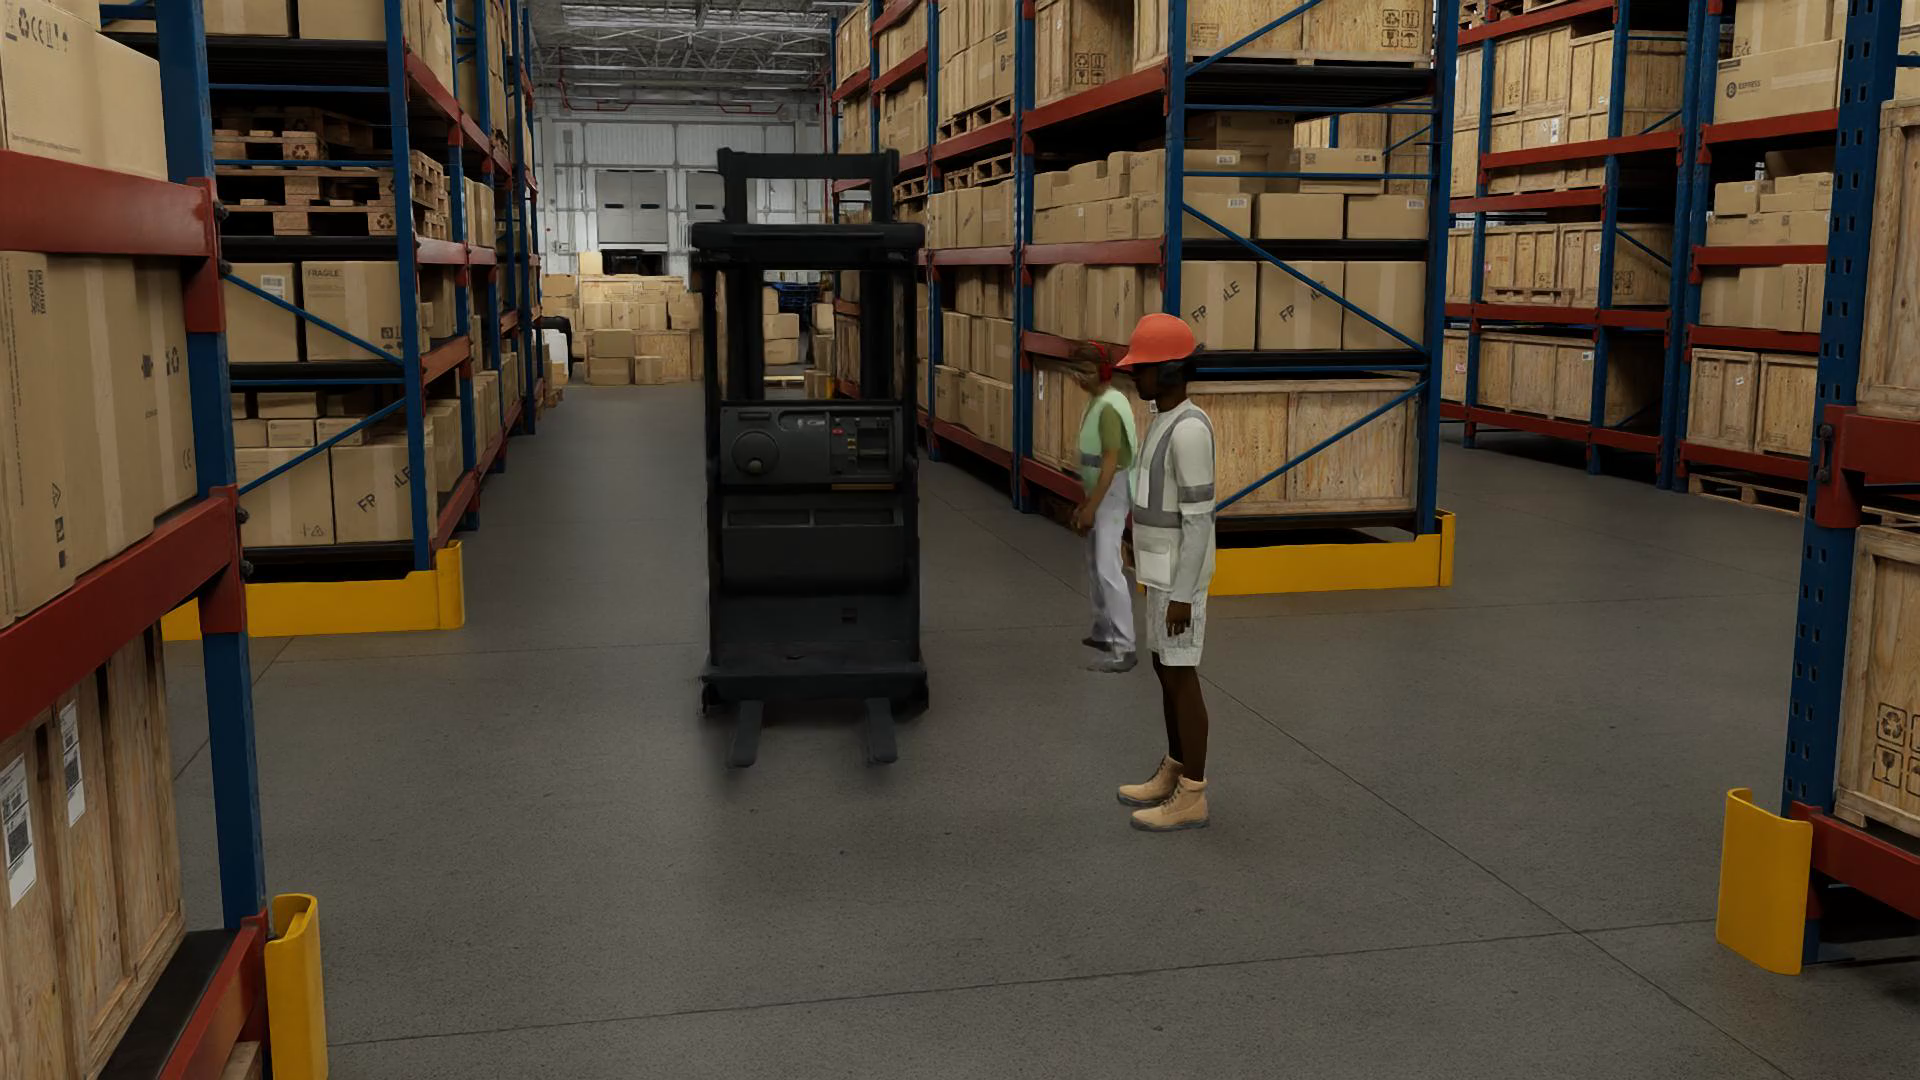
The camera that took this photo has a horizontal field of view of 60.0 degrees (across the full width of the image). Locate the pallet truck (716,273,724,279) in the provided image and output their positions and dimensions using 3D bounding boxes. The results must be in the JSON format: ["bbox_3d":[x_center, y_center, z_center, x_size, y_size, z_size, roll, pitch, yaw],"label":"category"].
[{"bbox_3d":[-8.580,-8.986,62.280,1.885,1.965,0.823,1,9,5],"label":"pallet truck"}]

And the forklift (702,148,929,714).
[{"bbox_3d":[-0.787,-0.665,8.877,1.129,2.768,1.873,-1,9,-5],"label":"forklift"}]

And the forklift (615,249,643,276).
[{"bbox_3d":[-11.057,-8.346,55.695,1.129,2.768,1.873,3,10,16],"label":"forklift"}]

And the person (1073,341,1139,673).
[{"bbox_3d":[0.834,-0.203,9.343,0.417,1.816,0.778,-1,9,-4],"label":"person"}]

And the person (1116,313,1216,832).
[{"bbox_3d":[0.804,0.132,6.573,0.395,2.038,0.614,0,9,-3],"label":"person"}]
